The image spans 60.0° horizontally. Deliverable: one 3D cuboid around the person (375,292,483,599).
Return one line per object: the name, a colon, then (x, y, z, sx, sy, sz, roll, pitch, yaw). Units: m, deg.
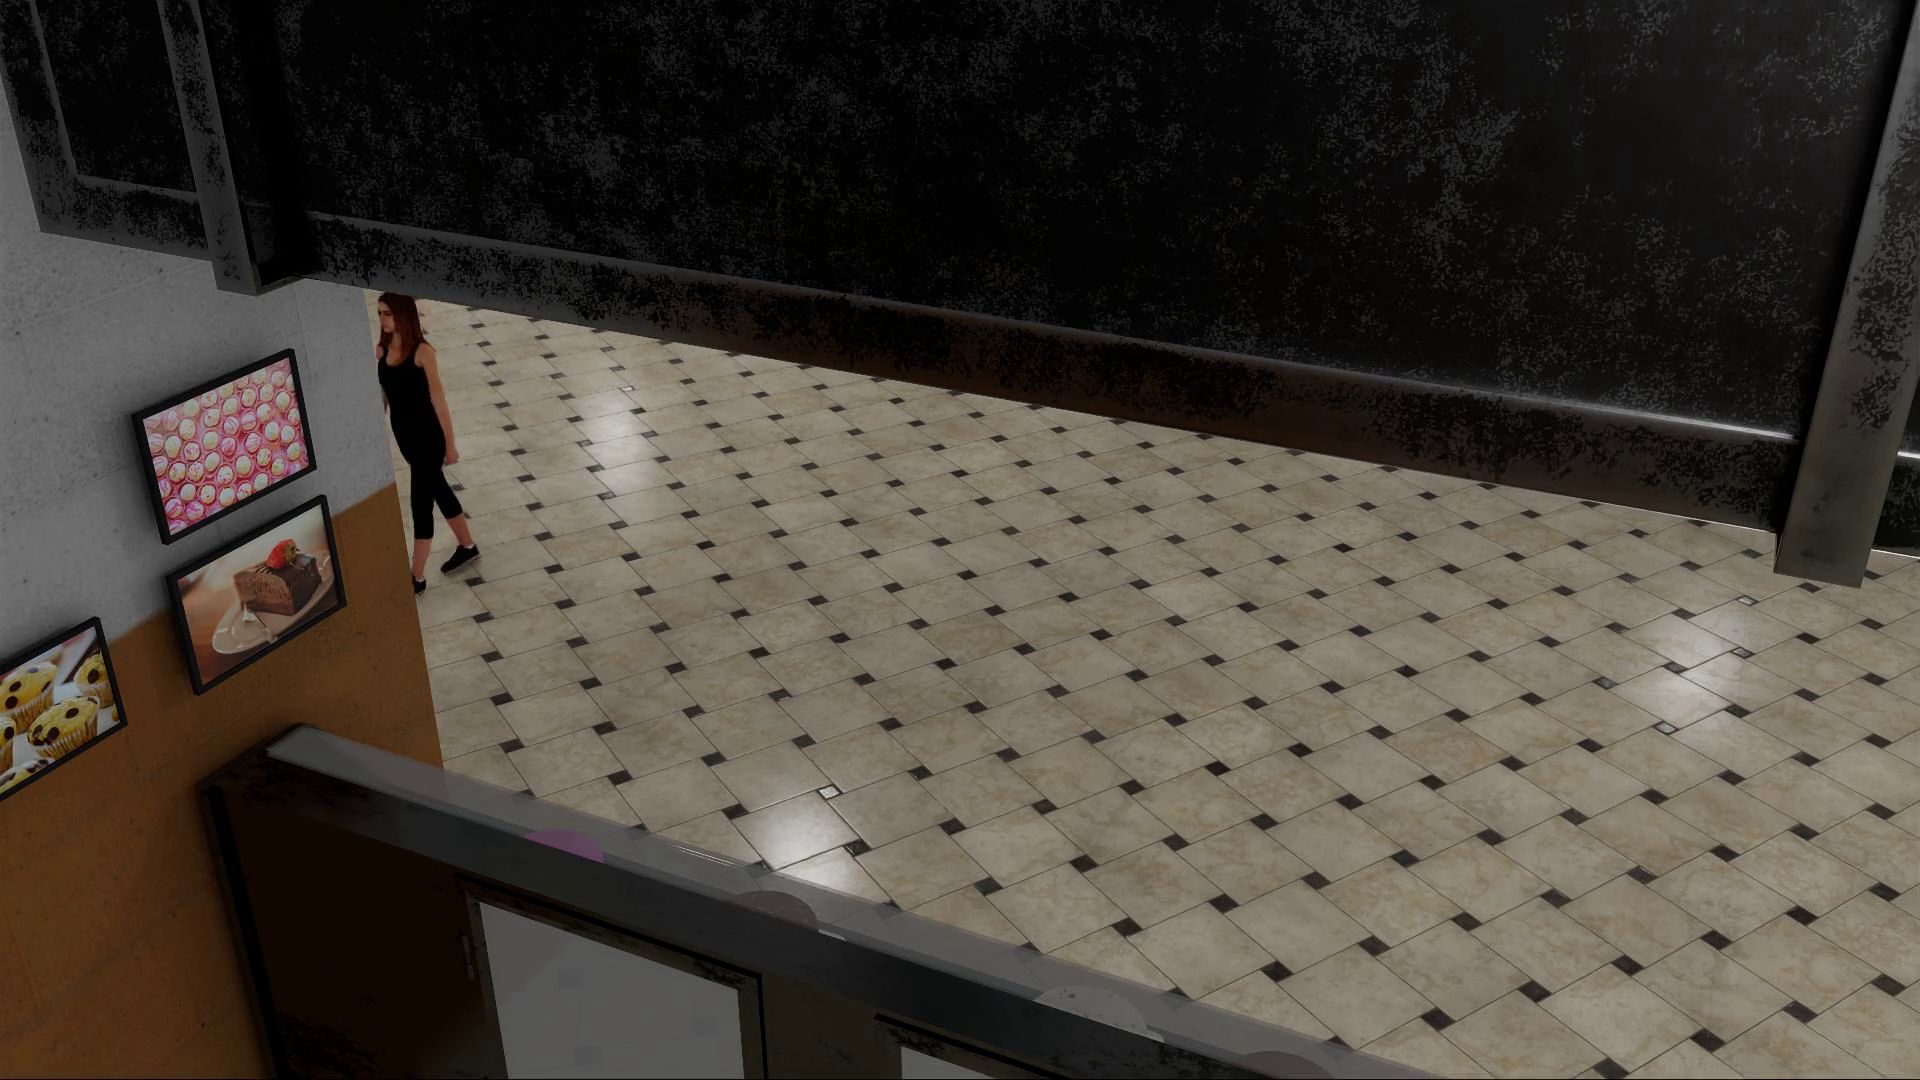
person: (-2.899, -0.574, 9.172, 0.652, 1.698, 0.978, 16, 31, 28)
